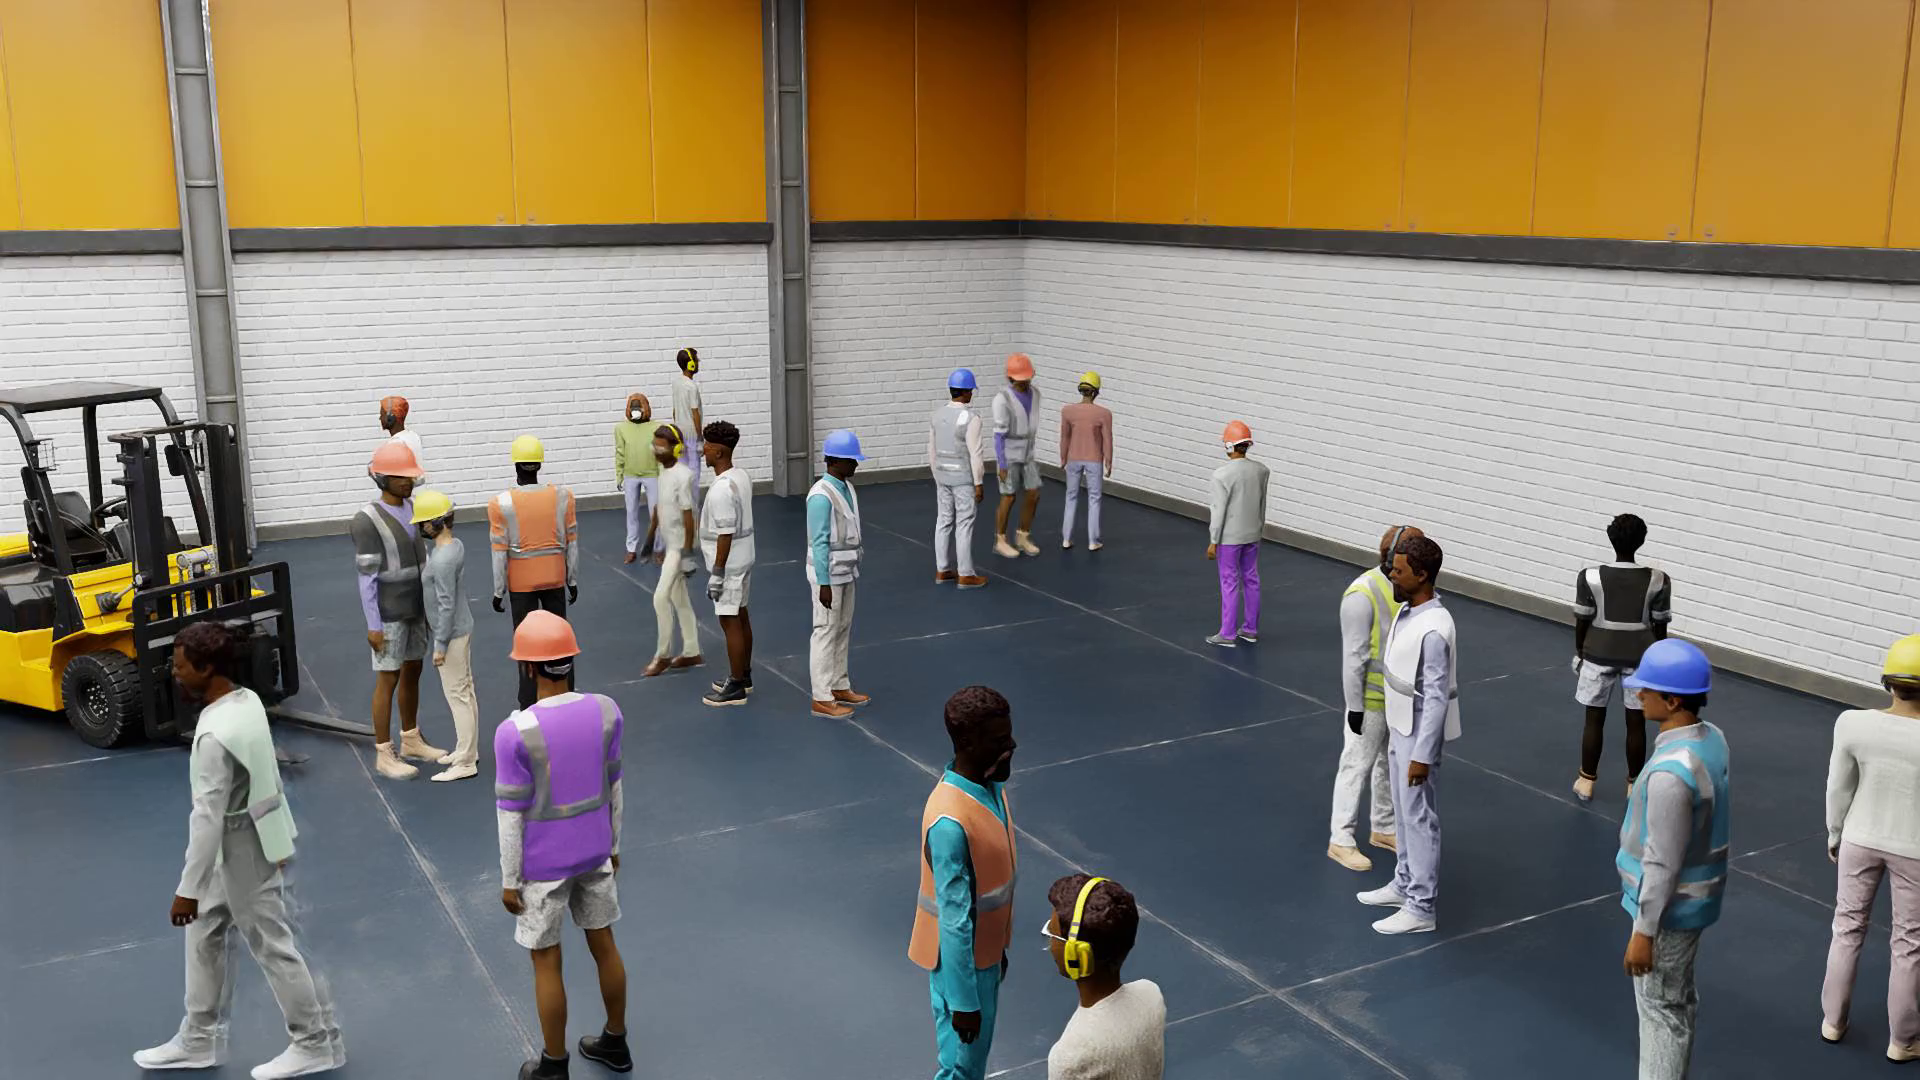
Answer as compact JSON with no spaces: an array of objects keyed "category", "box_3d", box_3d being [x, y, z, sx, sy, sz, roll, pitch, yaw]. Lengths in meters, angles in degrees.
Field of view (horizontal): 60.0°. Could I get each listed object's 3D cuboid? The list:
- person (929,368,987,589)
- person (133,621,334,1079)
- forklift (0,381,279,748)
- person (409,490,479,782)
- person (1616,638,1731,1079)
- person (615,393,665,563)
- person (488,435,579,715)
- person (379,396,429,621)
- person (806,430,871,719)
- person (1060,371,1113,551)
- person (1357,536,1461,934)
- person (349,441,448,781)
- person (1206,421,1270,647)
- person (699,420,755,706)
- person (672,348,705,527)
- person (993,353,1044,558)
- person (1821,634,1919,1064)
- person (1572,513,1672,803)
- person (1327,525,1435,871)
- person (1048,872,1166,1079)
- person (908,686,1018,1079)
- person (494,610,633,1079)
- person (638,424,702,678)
[{"category":"person","box_3d":[-0.008,-0.546,14.747,0.408,1.942,0.616,-11,16,-43]},{"category":"person","box_3d":[-2.933,1.250,6.478,0.878,1.885,0.598,-4,13,-19]},{"category":"forklift","box_3d":[-5.853,0.085,11.199,2.313,2.155,1.214,7,14,28]},{"category":"person","box_3d":[-3.081,0.568,9.963,0.325,1.762,0.524,-2,12,-10]},{"category":"person","box_3d":[2.576,1.305,6.071,0.401,1.946,0.609,8,14,33]},{"category":"person","box_3d":[-2.997,-0.580,15.667,0.497,1.626,0.288,1,12,4]},{"category":"person","box_3d":[-2.807,0.265,10.981,0.585,1.929,0.370,-7,14,-31]},{"category":"person","box_3d":[-4.465,-0.219,13.362,0.360,1.883,0.574,0,12,1]},{"category":"person","box_3d":[-0.822,0.226,11.152,0.415,1.939,0.605,3,13,16]},{"category":"person","box_3d":[1.239,-0.766,16.239,0.531,1.754,0.342,4,13,19]},{"category":"person","box_3d":[2.171,0.921,7.931,0.386,1.918,0.596,0,12,2]},{"category":"person","box_3d":[-3.351,0.415,10.016,0.393,2.039,0.615,4,13,17]},{"category":"person","box_3d":[2.126,-0.050,12.871,0.563,1.753,0.335,-8,14,-33]},{"category":"person","box_3d":[-1.597,0.155,11.408,0.366,1.967,0.603,1,12,6]},{"category":"person","box_3d":[-2.805,-1.069,17.368,0.328,1.876,0.514,-9,15,-37]},{"category":"person","box_3d":[0.527,-0.789,15.758,0.623,1.993,0.634,-9,15,-38]},{"category":"person","box_3d":[3.787,1.247,6.756,0.306,1.772,0.525,-12,17,-43]},{"category":"person","box_3d":[3.787,0.684,9.566,0.532,1.698,0.319,3,13,16]},{"category":"person","box_3d":[2.232,0.815,8.671,0.641,1.833,0.431,-8,14,-33]},{"category":"person","box_3d":[0.340,1.742,4.237,0.329,1.861,0.504,7,14,30]},{"category":"person","box_3d":[0.032,1.414,5.620,0.392,1.920,0.593,2,12,9]},{"category":"person","box_3d":[-1.571,1.220,6.519,0.393,1.927,0.546,11,17,43]},{"category":"person","box_3d":[-2.151,0.067,12.124,0.515,1.847,0.592,-5,13,-22]}]
